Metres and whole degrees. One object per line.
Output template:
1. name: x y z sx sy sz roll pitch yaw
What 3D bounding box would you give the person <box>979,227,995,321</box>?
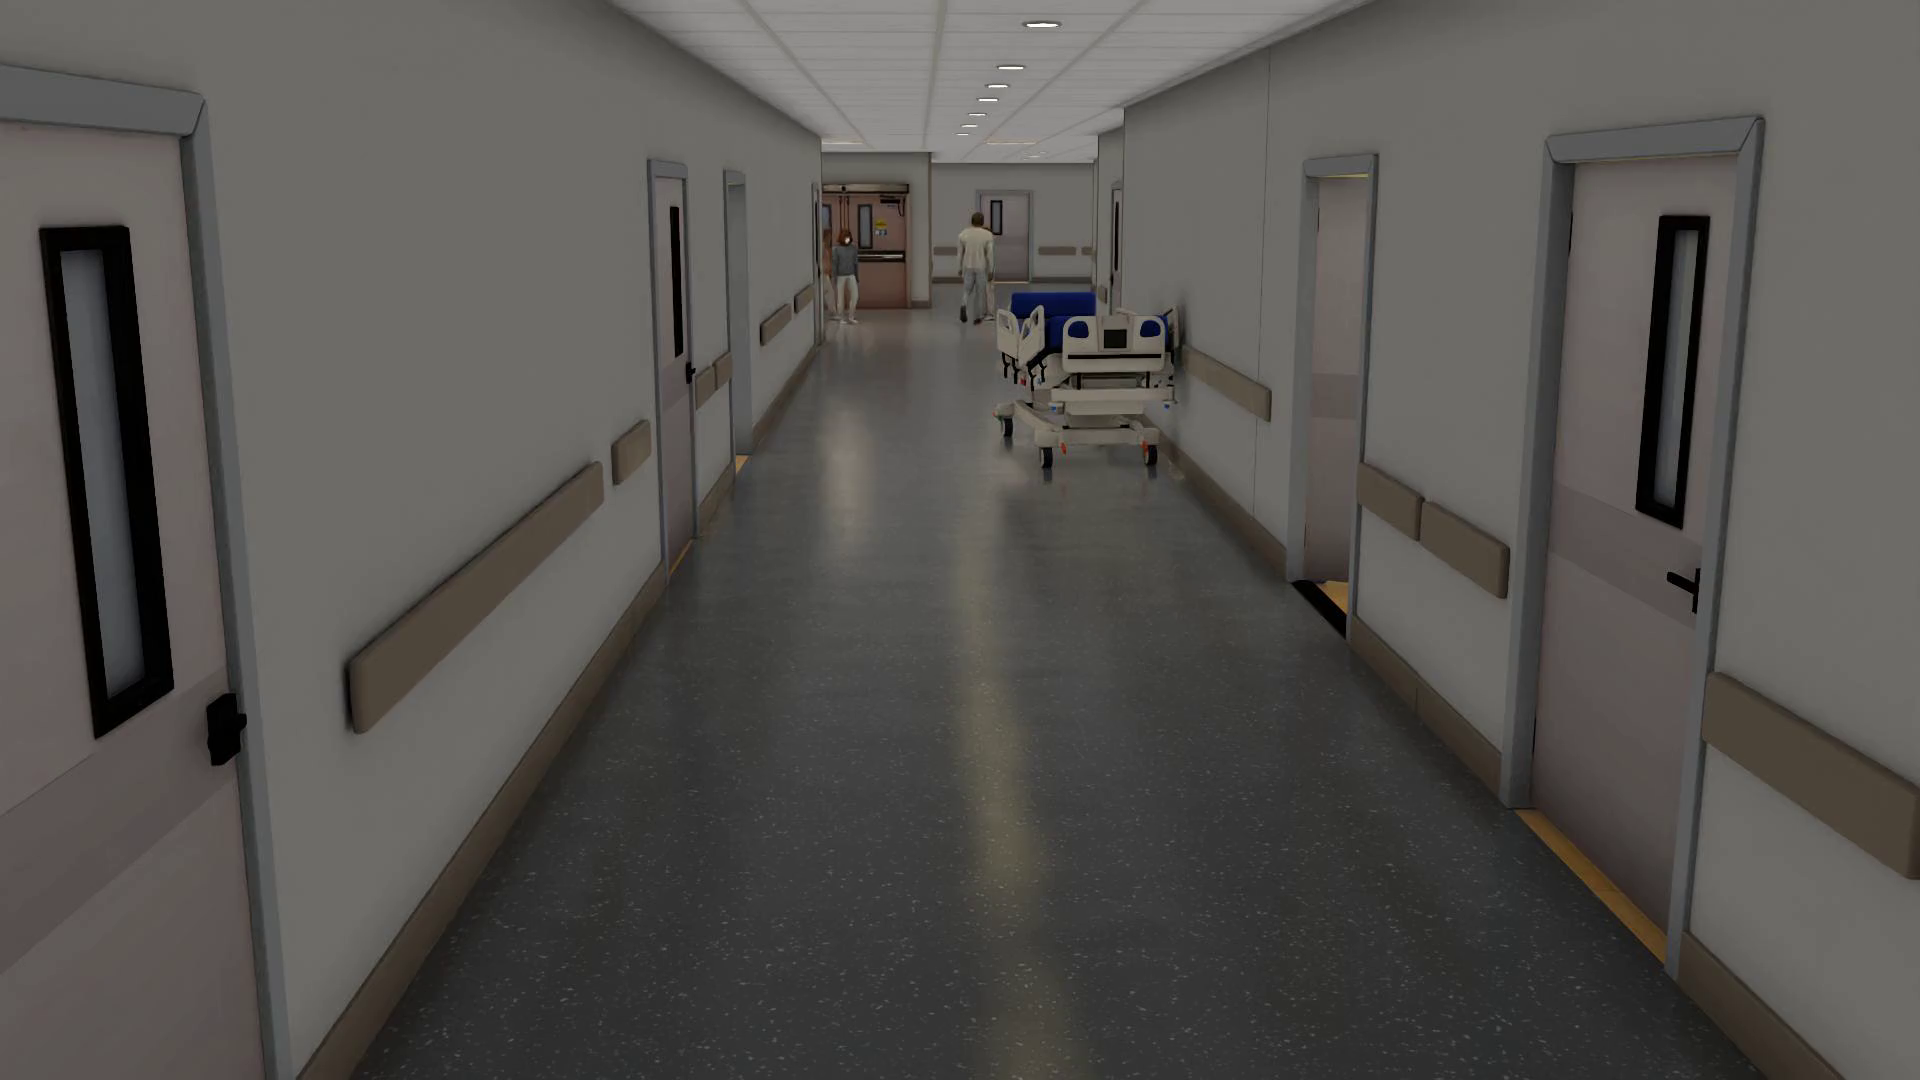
1. person: 0.456 -4.689 29.333 0.313 1.637 0.513 -5 13 -22

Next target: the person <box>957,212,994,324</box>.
1. person: 0.257 -4.623 28.345 0.643 1.913 0.581 3 12 14

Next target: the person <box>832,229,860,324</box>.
1. person: -1.911 -4.469 28.292 0.533 1.612 0.584 -6 13 -28
